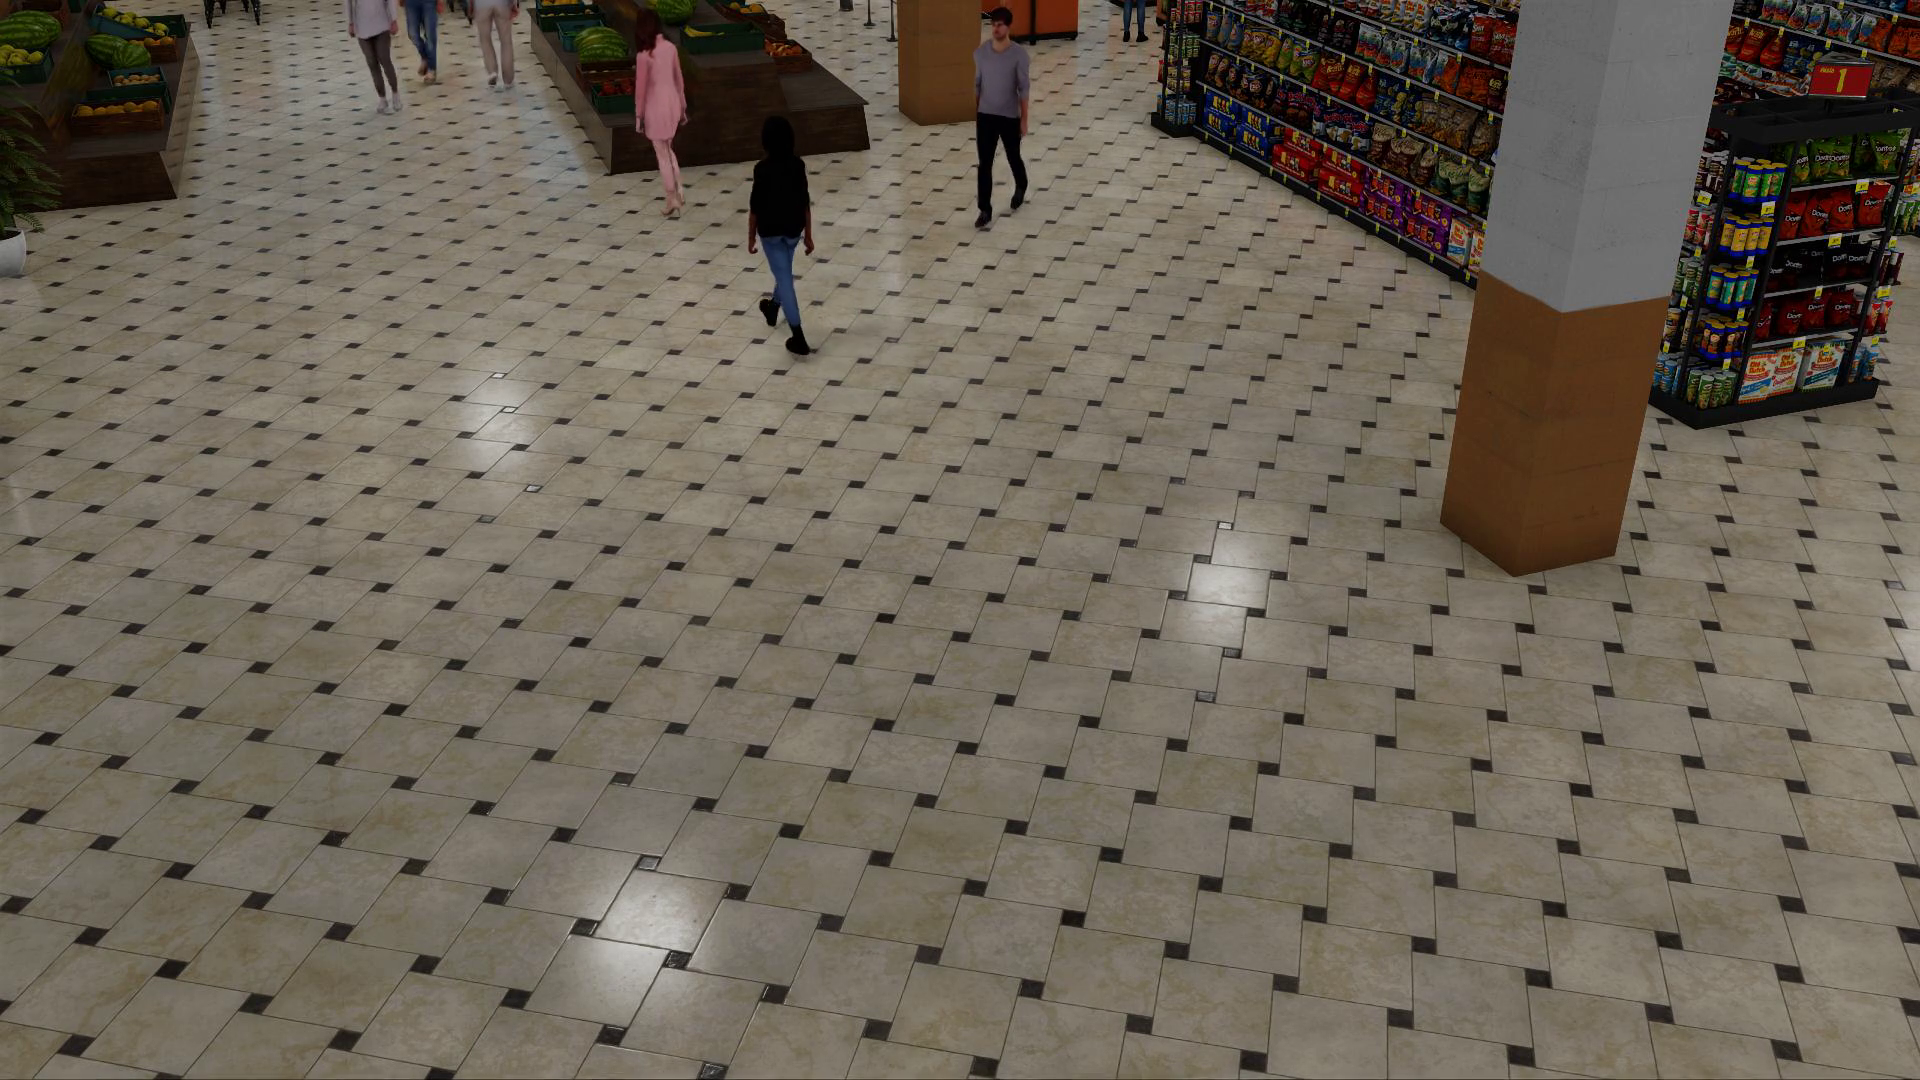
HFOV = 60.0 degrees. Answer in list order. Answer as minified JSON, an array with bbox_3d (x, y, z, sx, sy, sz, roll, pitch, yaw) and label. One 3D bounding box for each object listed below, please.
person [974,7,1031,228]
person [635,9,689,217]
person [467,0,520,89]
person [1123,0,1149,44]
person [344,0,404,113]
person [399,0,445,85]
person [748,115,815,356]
[{"bbox_3d":[0.390,-3.681,14.451,1.130,1.805,1.242,10,30,17],"label":"person"},{"bbox_3d":[-2.538,-3.679,14.465,0.776,1.790,0.751,24,37,37],"label":"person"},{"bbox_3d":[-5.250,-5.975,18.620,0.747,1.838,0.661,-5,29,-10],"label":"person"},{"bbox_3d":[2.223,-7.128,20.933,0.648,1.645,0.678,8,30,15],"label":"person"},{"bbox_3d":[-6.274,-5.527,17.811,0.733,1.827,0.710,-2,29,-3],"label":"person"},{"bbox_3d":[-6.087,-6.177,18.958,0.888,1.868,0.912,5,29,9],"label":"person"},{"bbox_3d":[-1.223,-2.093,11.704,0.726,1.651,1.158,-16,33,-27],"label":"person"}]
